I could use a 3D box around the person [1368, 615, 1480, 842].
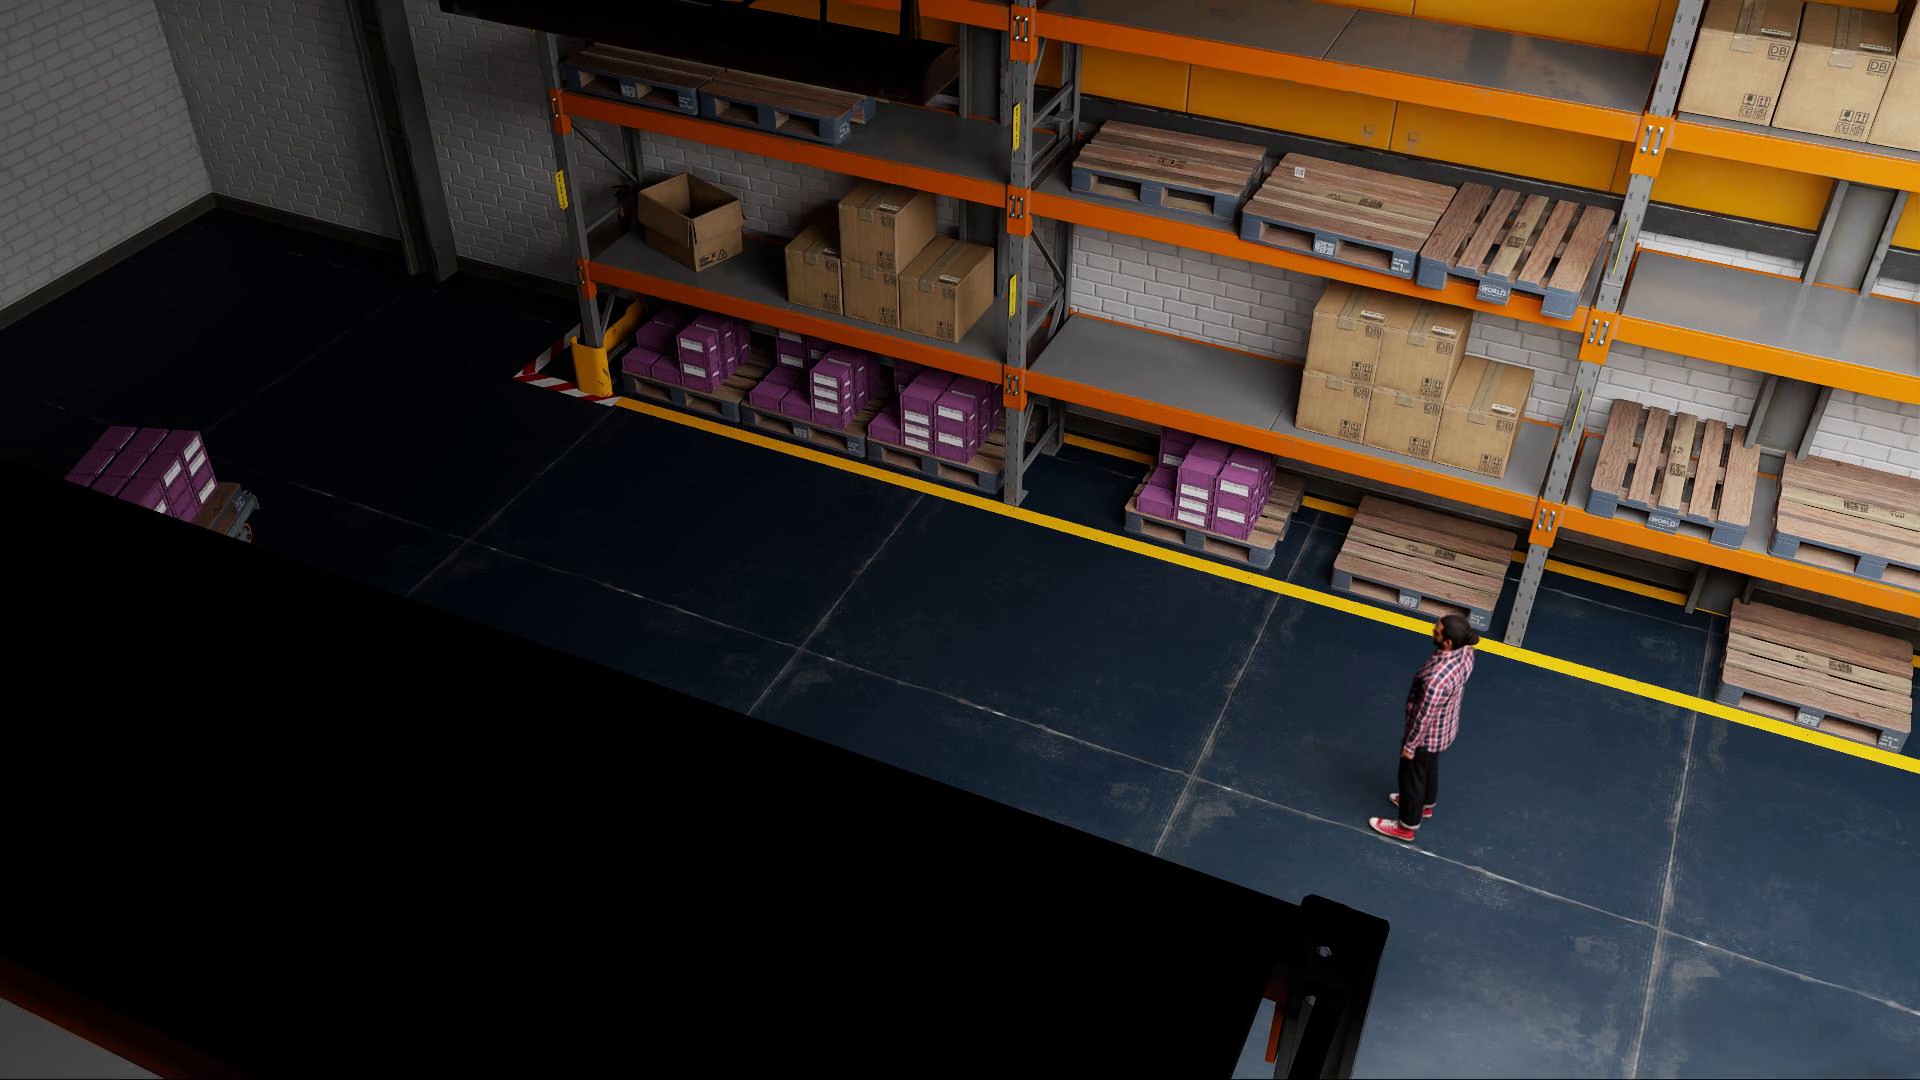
[{"bbox_3d":[2.905,1.146,10.280,0.639,1.759,0.716,23,44,26],"label":"person"}]
